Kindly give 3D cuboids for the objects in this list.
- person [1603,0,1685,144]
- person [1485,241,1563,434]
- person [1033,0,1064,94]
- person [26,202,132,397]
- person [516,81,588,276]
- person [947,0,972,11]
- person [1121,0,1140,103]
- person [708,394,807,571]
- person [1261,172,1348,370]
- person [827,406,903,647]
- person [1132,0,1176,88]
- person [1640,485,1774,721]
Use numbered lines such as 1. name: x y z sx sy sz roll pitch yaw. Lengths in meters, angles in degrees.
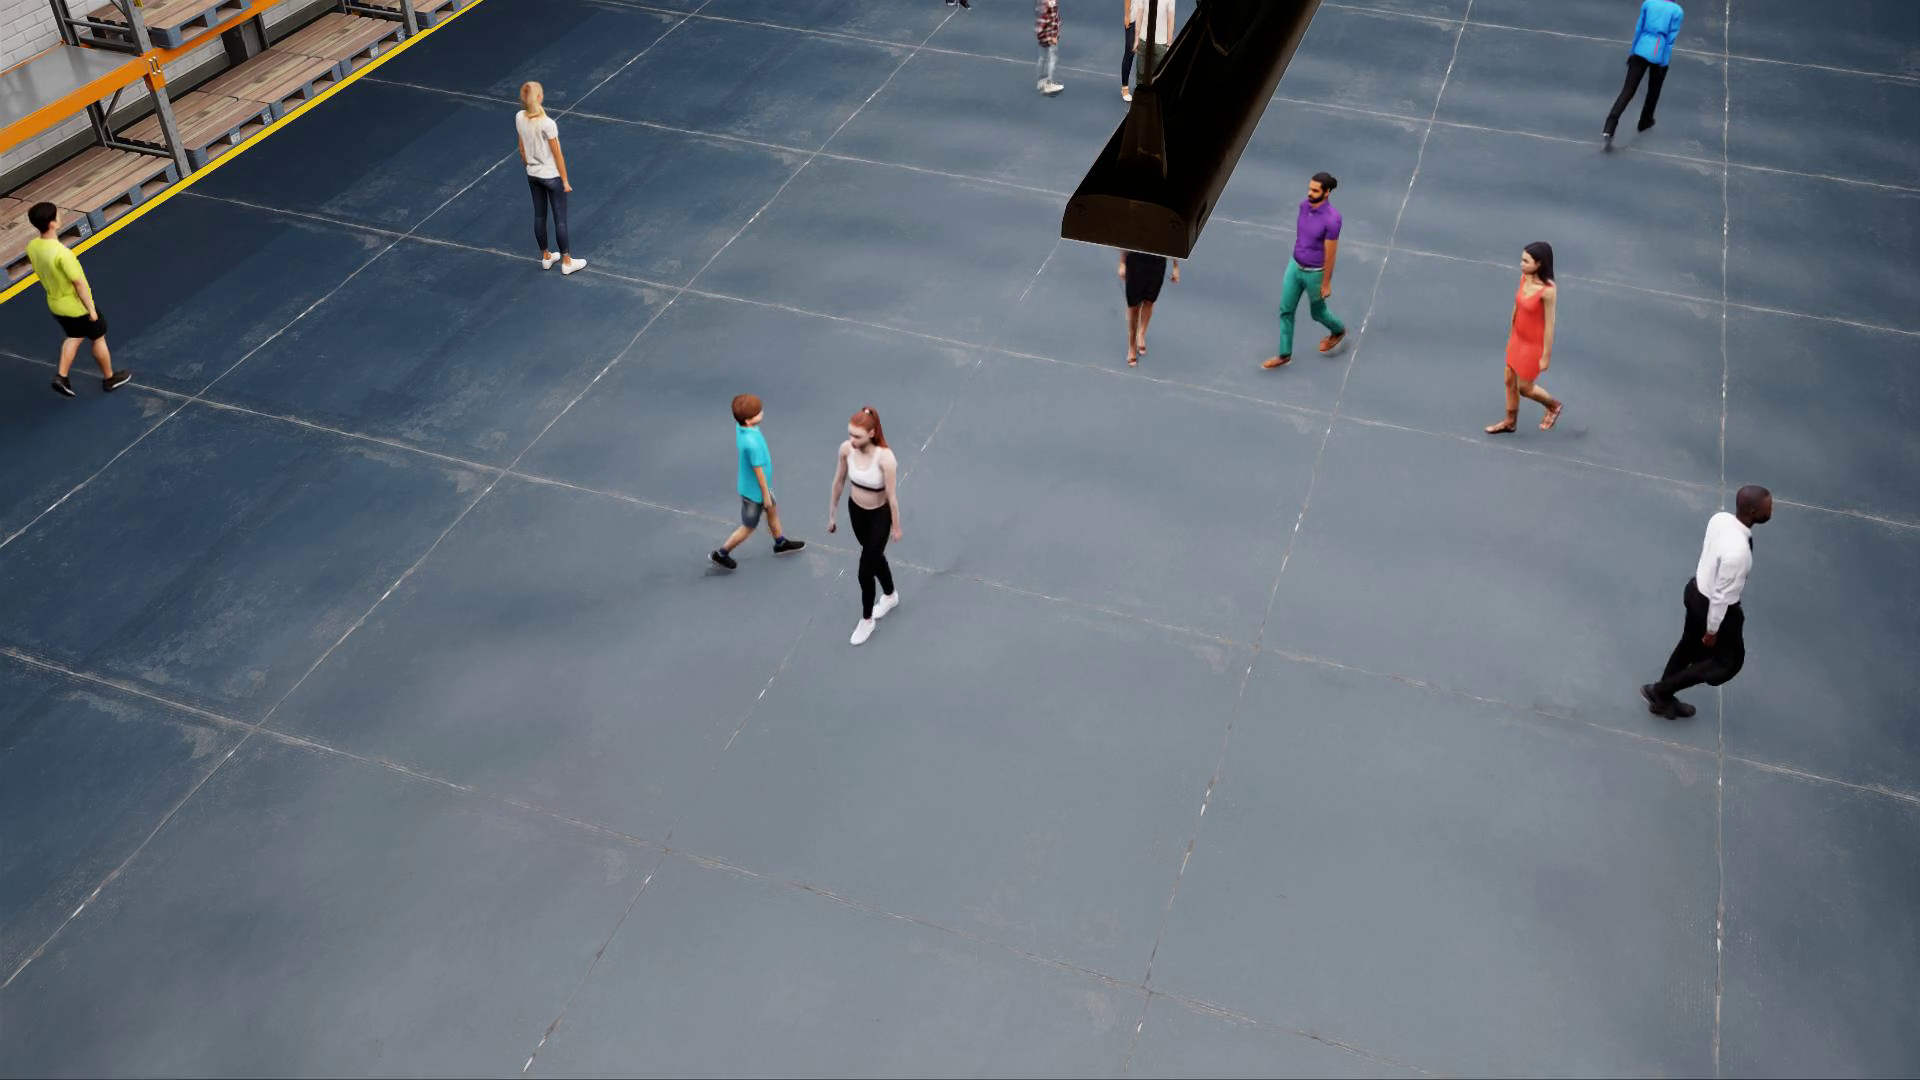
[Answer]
1. person: 7.026 -4.902 17.066 0.919 1.759 1.253 28 47 31
2. person: 4.481 -1.527 12.889 0.920 1.697 0.884 -13 40 -16
3. person: 0.943 -5.575 18.281 0.706 1.293 0.664 -10 40 -13
4. person: -7.185 -1.873 13.325 0.614 1.694 0.839 13 40 16
5. person: -3.736 -3.260 14.969 0.632 1.808 0.533 18 42 21
6. person: -0.116 -7.365 20.189 0.811 1.710 0.905 -9 40 -12
7. person: 1.950 -5.666 18.002 0.660 1.785 0.718 -16 41 -19
8. person: -1.508 -0.387 11.679 0.942 1.426 0.952 -10 40 -13
9. person: 2.962 -2.226 13.732 1.178 1.738 1.048 -19 42 -23
10. person: -0.543 -0.185 11.183 0.753 1.729 0.904 24 44 27
11. person: 2.055 -5.273 17.615 0.573 1.653 0.530 14 41 17
12. person: 4.564 0.419 10.352 0.804 1.822 0.727 5 39 6
